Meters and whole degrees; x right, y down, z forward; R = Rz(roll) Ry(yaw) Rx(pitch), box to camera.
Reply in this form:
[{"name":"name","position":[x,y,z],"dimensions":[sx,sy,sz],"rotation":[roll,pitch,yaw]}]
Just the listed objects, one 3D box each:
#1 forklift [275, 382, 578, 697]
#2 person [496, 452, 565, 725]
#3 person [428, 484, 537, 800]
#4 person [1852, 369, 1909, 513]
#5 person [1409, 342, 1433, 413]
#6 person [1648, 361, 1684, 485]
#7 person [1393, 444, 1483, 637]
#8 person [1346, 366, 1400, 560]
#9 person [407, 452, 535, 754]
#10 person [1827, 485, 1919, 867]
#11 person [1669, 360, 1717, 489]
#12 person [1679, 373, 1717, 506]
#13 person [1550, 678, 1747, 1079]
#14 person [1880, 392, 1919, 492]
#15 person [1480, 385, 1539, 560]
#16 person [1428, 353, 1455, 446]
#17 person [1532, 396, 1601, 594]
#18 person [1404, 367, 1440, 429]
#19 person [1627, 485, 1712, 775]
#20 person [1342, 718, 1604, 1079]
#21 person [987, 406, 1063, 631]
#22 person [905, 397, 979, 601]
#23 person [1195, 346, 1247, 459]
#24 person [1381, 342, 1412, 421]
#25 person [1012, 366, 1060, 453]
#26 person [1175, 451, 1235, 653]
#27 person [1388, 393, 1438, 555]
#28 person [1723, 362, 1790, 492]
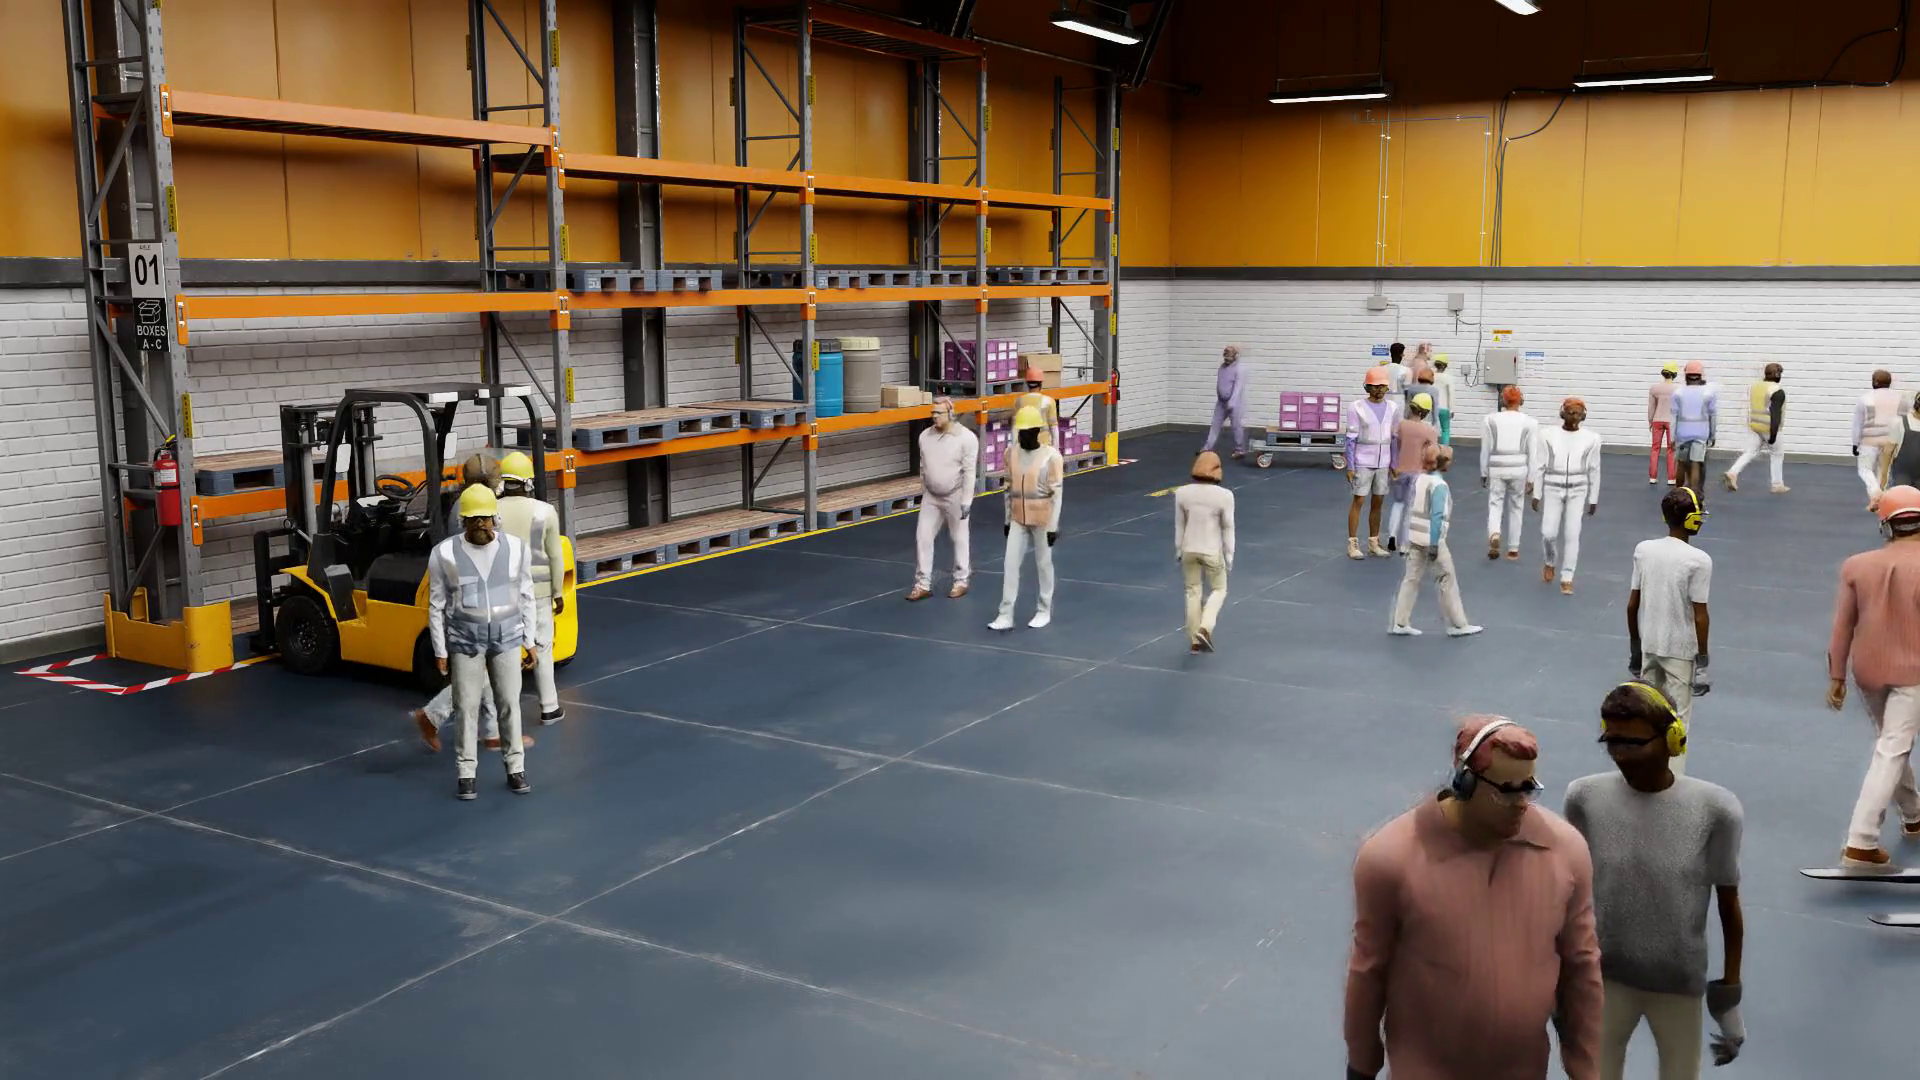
[{"name":"forklift","position":[-3.974,-0.067,12.417],"dimensions":[2.313,2.155,1.214],"rotation":[5,11,30]},{"name":"person","position":[-2.917,0.329,11.063],"dimensions":[0.587,1.835,0.404],"rotation":[0,9,-1]},{"name":"person","position":[-2.729,0.578,9.547],"dimensions":[0.596,1.825,0.403],"rotation":[-4,10,-23]},{"name":"person","position":[11.469,-1.210,20.727],"dimensions":[0.631,1.826,0.640],"rotation":[1,9,7]},{"name":"person","position":[7.646,-2.321,27.460],"dimensions":[0.643,1.881,0.668],"rotation":[0,9,0]},{"name":"person","position":[10.069,-1.662,23.701],"dimensions":[0.524,1.769,0.314],"rotation":[8,12,43]},{"name":"person","position":[3.975,0.014,13.734],"dimensions":[0.797,1.604,0.539],"rotation":[-1,9,-8]},{"name":"person","position":[4.358,-0.809,17.518],"dimensions":[0.610,2.042,0.396],"rotation":[-3,9,-16]},{"name":"person","position":[-3.043,0.416,10.265],"dimensions":[0.688,1.919,0.636],"rotation":[-5,10,-27]},{"name":"person","position":[4.848,0.691,8.535],"dimensions":[1.077,1.923,0.637],"rotation":[-6,11,-31]},{"name":"person","position":[9.402,-1.352,21.364],"dimensions":[0.554,1.923,0.678],"rotation":[5,11,30]},{"name":"person","position":[9.543,-1.354,21.466],"dimensions":[0.368,1.878,0.690],"rotation":[8,12,42]},{"name":"person","position":[2.017,1.313,4.887],"dimensions":[0.541,1.854,0.339],"rotation":[5,11,30]},{"name":"person","position":[9.835,-0.633,17.125],"dimensions":[0.538,1.816,0.713],"rotation":[1,9,9]},{"name":"person","position":[5.702,-0.684,17.303],"dimensions":[0.583,1.866,0.677],"rotation":[3,10,20]},{"name":"person","position":[7.627,-2.103,26.535],"dimensions":[0.541,1.762,0.548],"rotation":[7,11,36]},{"name":"person","position":[5.716,-0.427,15.685],"dimensions":[0.598,1.865,0.461],"rotation":[3,9,16]},{"name":"person","position":[6.913,-1.777,24.915],"dimensions":[0.513,1.614,0.375],"rotation":[9,13,44]},{"name":"person","position":[3.872,0.631,9.072],"dimensions":[0.325,1.871,0.516],"rotation":[-4,10,-26]},{"name":"person","position":[1.364,1.359,4.555],"dimensions":[0.644,1.875,0.899],"rotation":[-1,9,-7]},{"name":"person","position":[0.536,-0.158,13.893],"dimensions":[0.619,1.893,0.856],"rotation":[6,11,33]},{"name":"person","position":[-0.173,-0.360,15.245],"dimensions":[0.650,1.876,0.821],"rotation":[5,10,27]},{"name":"person","position":[4.275,-2.202,26.823],"dimensions":[0.960,1.849,0.673],"rotation":[-6,11,-33]},{"name":"person","position":[6.620,-2.034,25.400],"dimensions":[0.608,1.965,0.369],"rotation":[8,12,42]},{"name":"person","position":[0.892,-1.151,20.157],"dimensions":[0.551,1.903,0.997],"rotation":[4,10,23]},{"name":"person","position":[1.908,0.111,13.085],"dimensions":[0.512,1.618,0.396],"rotation":[5,10,28]},{"name":"person","position":[4.822,-0.705,17.780],"dimensions":[0.549,1.738,0.368],"rotation":[5,10,29]},{"name":"person","position":[11.006,-1.536,22.834],"dimensions":[0.869,1.809,0.616],"rotation":[-2,9,-13]}]
